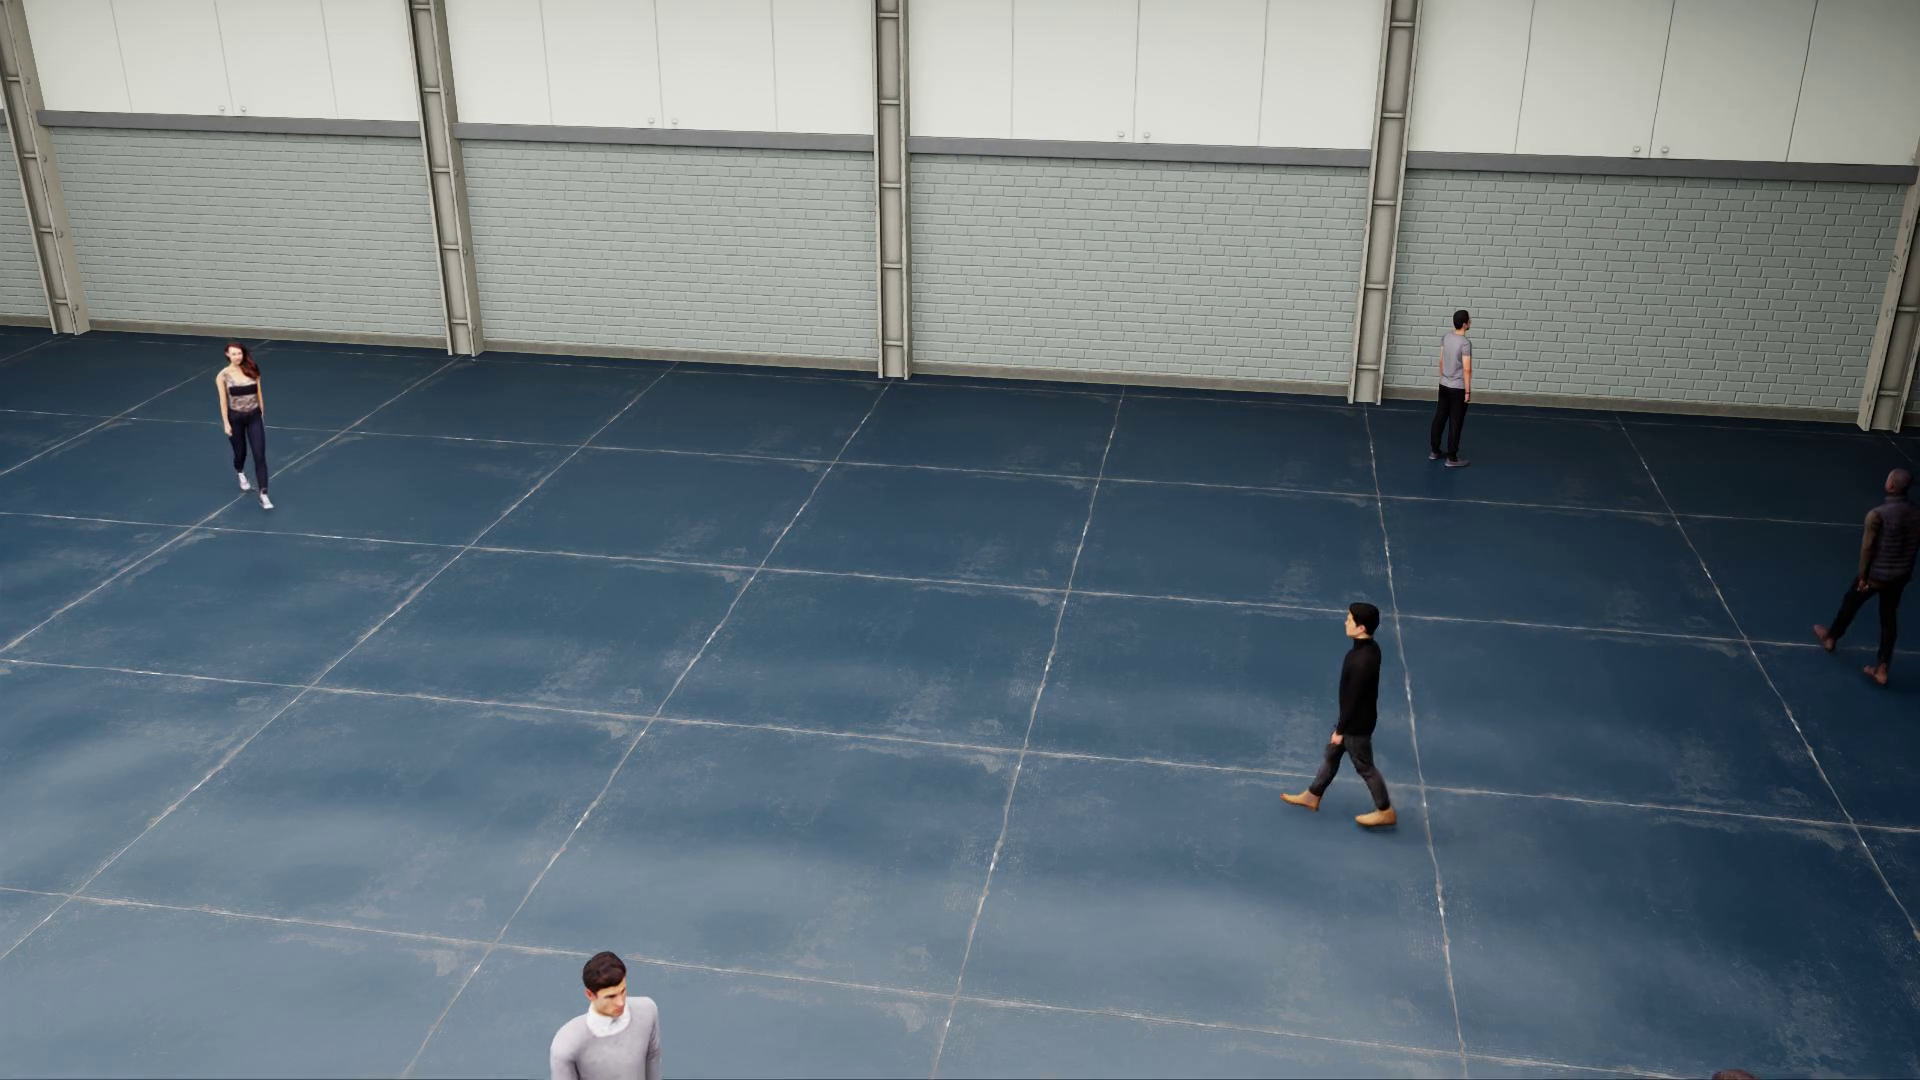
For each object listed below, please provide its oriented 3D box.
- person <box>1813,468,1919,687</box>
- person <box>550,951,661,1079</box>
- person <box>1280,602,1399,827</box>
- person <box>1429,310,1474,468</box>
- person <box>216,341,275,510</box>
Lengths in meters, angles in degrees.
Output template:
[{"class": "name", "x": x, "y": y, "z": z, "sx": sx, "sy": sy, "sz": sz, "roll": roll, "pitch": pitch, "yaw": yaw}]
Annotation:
[{"class": "person", "x": 7.630, "y": 0.331, "z": 13.641, "sx": 1.142, "sy": 1.792, "sz": 0.975, "roll": -3, "pitch": 23, "yaw": -7}, {"class": "person", "x": -1.703, "y": 2.737, "z": 7.881, "sx": 1.218, "sy": 1.871, "sz": 1.293, "roll": -16, "pitch": 28, "yaw": -33}, {"class": "person", "x": 2.835, "y": 1.260, "z": 11.595, "sx": 1.079, "sy": 1.683, "sz": 0.721, "roll": 6, "pitch": 24, "yaw": 14}, {"class": "person", "x": 5.486, "y": -1.704, "z": 18.473, "sx": 0.732, "sy": 1.755, "sz": 0.708, "roll": -10, "pitch": 25, "yaw": -23}, {"class": "person", "x": -7.514, "y": -1.229, "z": 17.382, "sx": 1.131, "sy": 1.734, "sz": 1.214, "roll": -16, "pitch": 28, "yaw": -33}]
